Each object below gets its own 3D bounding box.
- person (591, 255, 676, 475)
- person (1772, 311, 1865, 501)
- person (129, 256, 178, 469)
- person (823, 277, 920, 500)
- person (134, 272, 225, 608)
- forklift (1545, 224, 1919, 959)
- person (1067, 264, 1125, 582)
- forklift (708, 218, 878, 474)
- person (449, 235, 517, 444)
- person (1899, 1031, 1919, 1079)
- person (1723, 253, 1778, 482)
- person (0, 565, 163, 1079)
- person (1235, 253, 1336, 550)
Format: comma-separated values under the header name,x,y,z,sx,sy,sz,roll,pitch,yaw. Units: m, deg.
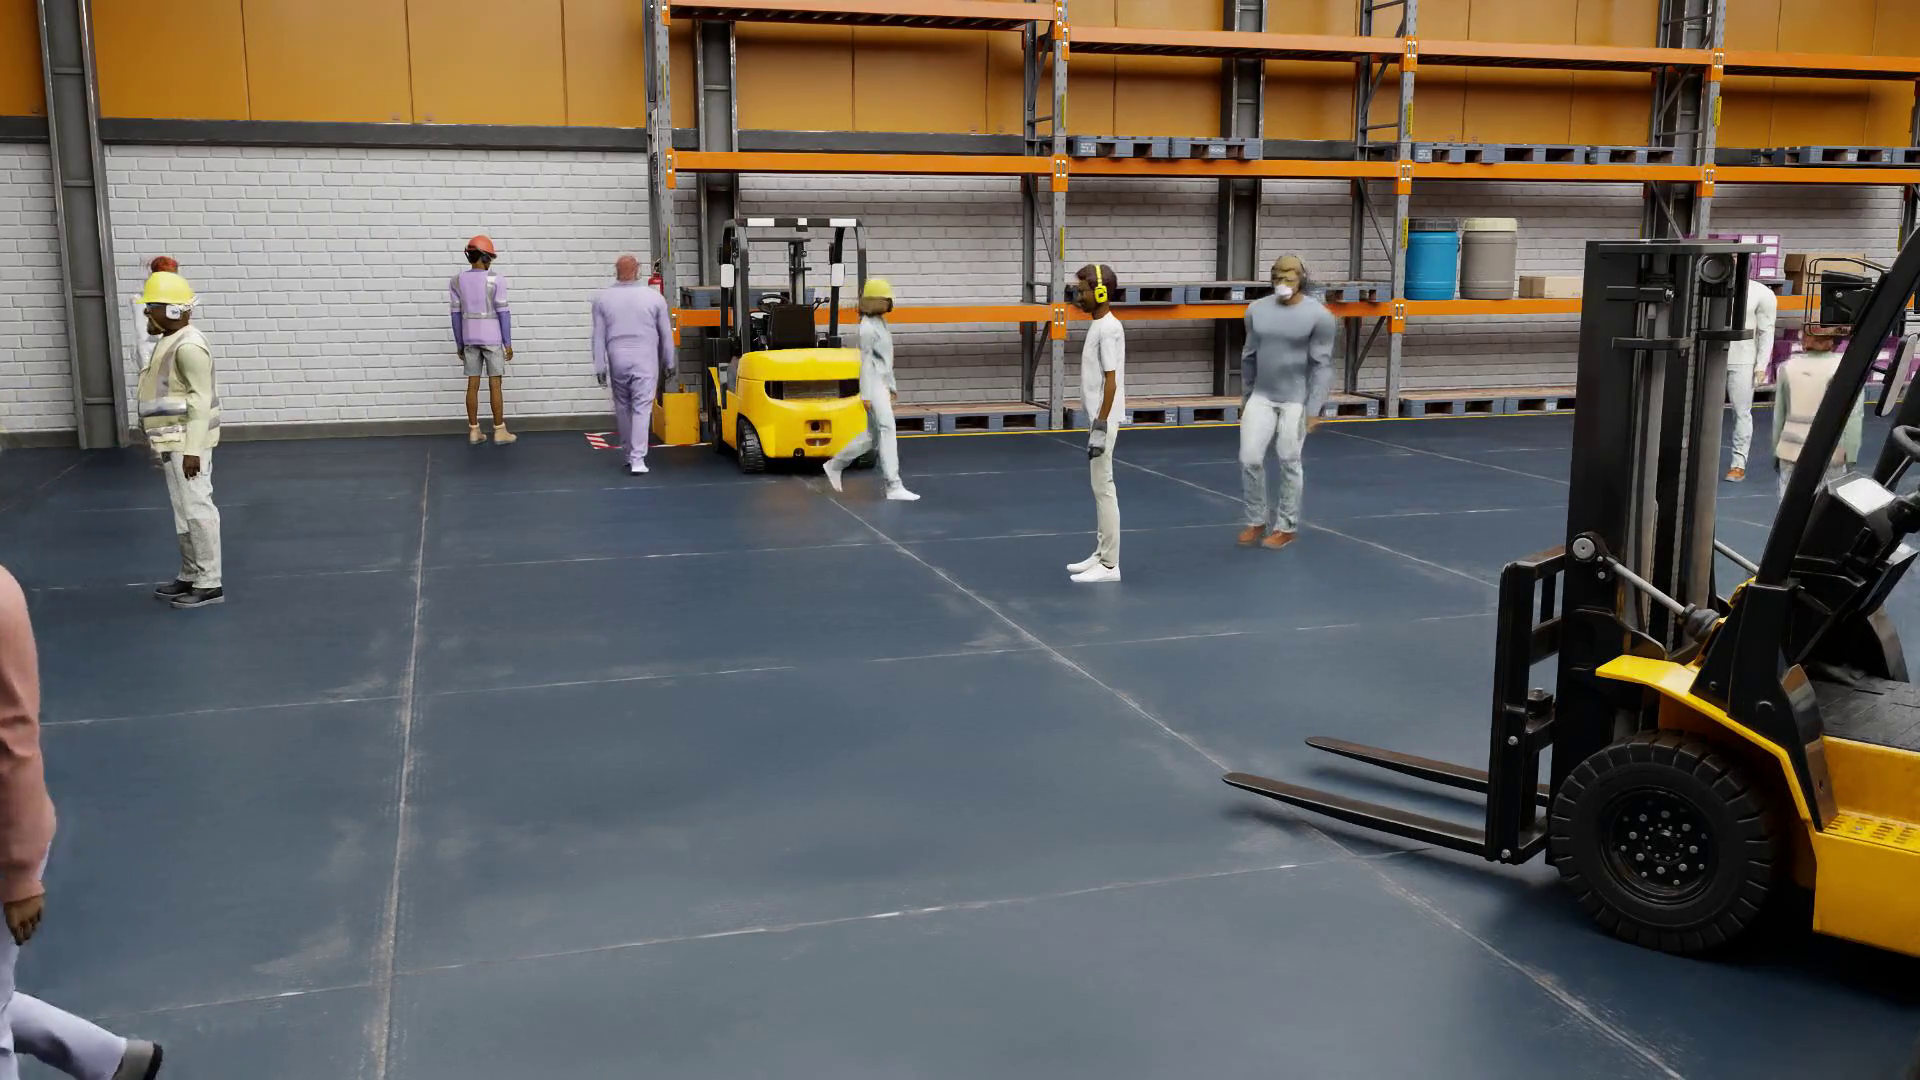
name,x,y,z,sx,sy,sz,roll,pitch,yaw
person,-2.799,-1.519,14.394,0.652,1.860,0.947,1,10,4
person,4.666,-0.439,9.094,0.388,1.623,0.536,-6,12,-30
person,-6.931,-1.528,14.452,0.436,1.864,0.582,4,11,21
person,-0.697,-1.169,12.840,0.748,1.720,0.488,2,10,9
person,-4.288,-0.548,9.148,0.403,1.833,0.591,-8,13,-37
forklift,2.909,0.117,4.508,2.313,2.155,1.214,9,14,40
person,0.807,-0.681,9.788,0.329,1.868,0.512,0,10,2
forklift,-1.522,-1.778,14.899,1.214,2.155,2.313,-3,11,-17
person,-4.653,-1.946,16.266,0.605,2.033,0.392,2,11,12
person,2.326,0.547,3.242,0.981,1.789,0.524,3,11,18
person,6.413,-1.455,13.826,0.377,1.940,0.629,-9,13,-39
person,-1.892,0.568,3.237,0.539,1.750,0.539,8,13,37
person,2.053,-0.863,10.662,0.661,1.910,0.573,7,13,34
